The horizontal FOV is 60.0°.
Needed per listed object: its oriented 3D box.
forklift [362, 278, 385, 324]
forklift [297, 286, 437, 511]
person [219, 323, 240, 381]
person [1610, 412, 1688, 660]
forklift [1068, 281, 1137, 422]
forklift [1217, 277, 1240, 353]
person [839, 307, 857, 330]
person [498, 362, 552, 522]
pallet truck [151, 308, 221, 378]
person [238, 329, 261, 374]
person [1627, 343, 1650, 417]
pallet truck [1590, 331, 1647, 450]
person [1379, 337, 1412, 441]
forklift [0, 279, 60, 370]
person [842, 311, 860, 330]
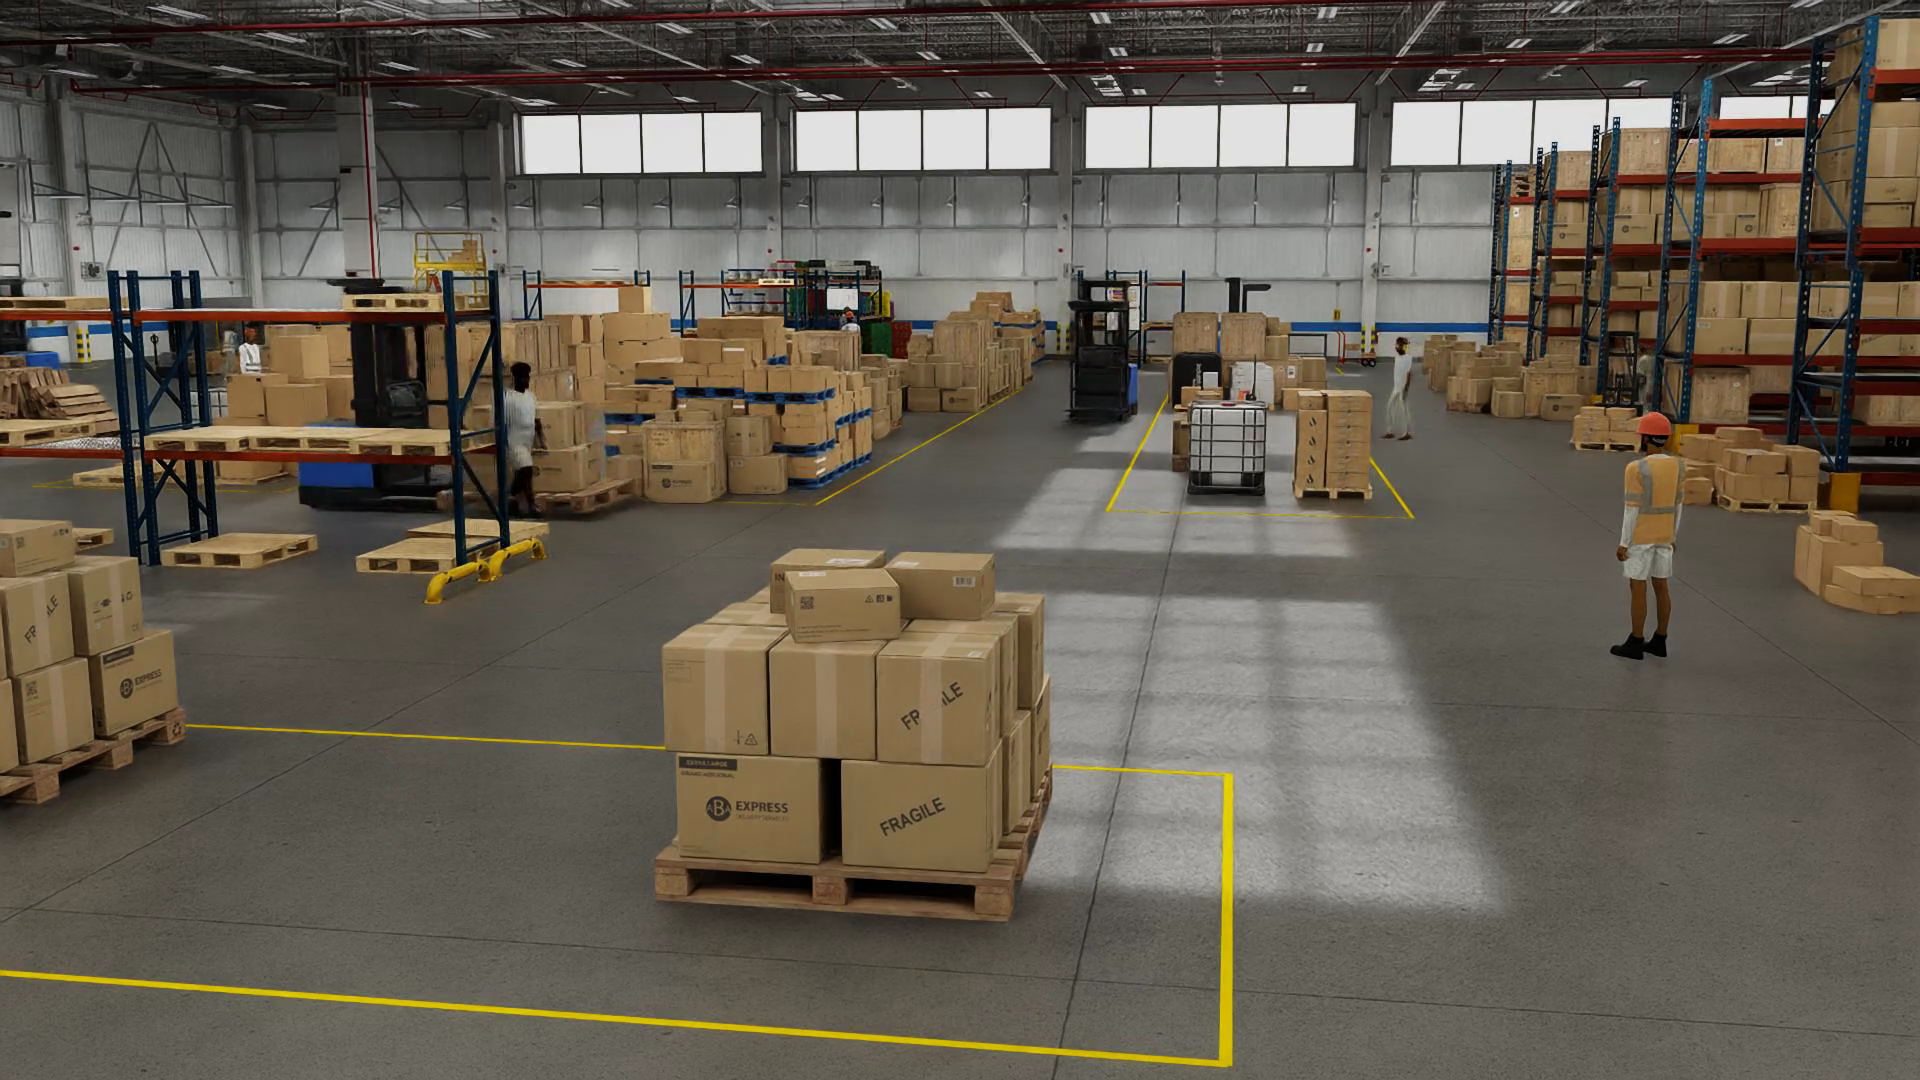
[{"bbox_3d":[-15.346,-5.476,43.687,1.873,2.768,1.129,-6,11,-34],"label":"forklift"},{"bbox_3d":[-7.410,-1.834,21.228,1.873,2.768,1.129,1,9,9],"label":"forklift"},{"bbox_3d":[-20.165,-5.200,46.004,0.584,1.571,0.916,5,10,27],"label":"person"},{"bbox_3d":[5.376,-0.031,13.005,0.545,1.938,0.361,-3,10,-20],"label":"person"},{"bbox_3d":[2.951,-3.874,33.810,1.129,2.768,1.873,3,10,16],"label":"forklift"},{"bbox_3d":[7.931,-6.231,48.345,1.873,2.768,1.129,1,9,9],"label":"forklift"},{"bbox_3d":[-3.463,-6.256,51.431,0.631,1.931,0.370,-8,12,-40],"label":"person"},{"bbox_3d":[-5.190,-1.176,20.089,0.853,1.935,0.611,3,10,18],"label":"person"},{"bbox_3d":[-21.869,-5.598,47.154,0.823,1.965,1.885,4,10,26],"label":"pallet truck"},{"bbox_3d":[-14.097,-3.262,33.096,0.337,1.882,0.583,1,9,9],"label":"person"},{"bbox_3d":[13.226,-3.048,32.549,0.561,1.620,0.540,2,9,11],"label":"person"},{"bbox_3d":[11.253,-2.573,28.499,0.823,1.965,1.885,5,10,27],"label":"pallet truck"},{"bbox_3d":[7.786,-2.678,29.592,0.744,1.851,0.555,-3,10,-18],"label":"person"},{"bbox_3d":[-22.592,-4.798,39.505,1.873,2.768,1.129,1,9,9],"label":"forklift"},{"bbox_3d":[-2.974,-5.226,45.084,0.544,1.929,0.392,-7,11,-35],"label":"person"}]
